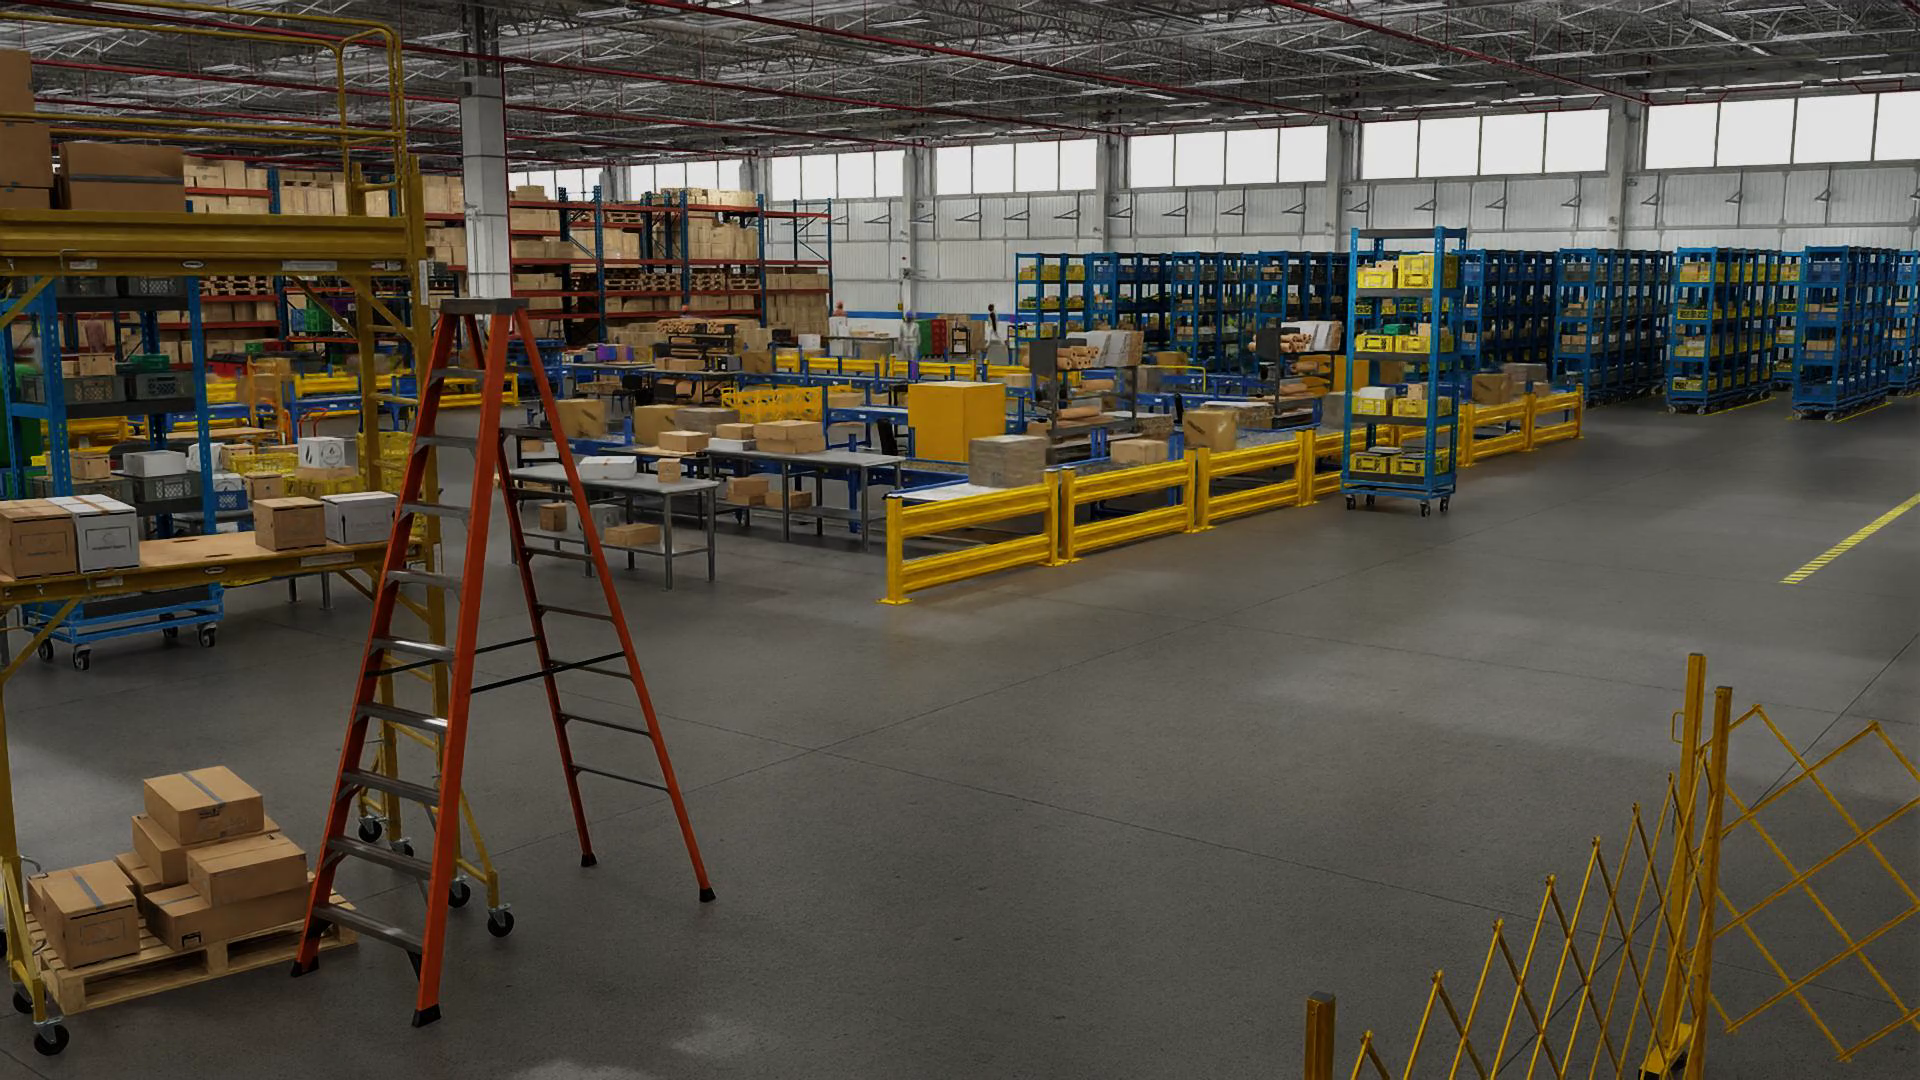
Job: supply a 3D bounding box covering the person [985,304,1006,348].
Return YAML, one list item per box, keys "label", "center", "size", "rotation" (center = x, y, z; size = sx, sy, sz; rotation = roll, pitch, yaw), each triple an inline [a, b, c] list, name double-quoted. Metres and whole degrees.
- label: "person"
  center: [1.431, -8.769, 68.102]
  size: [0.878, 1.812, 0.615]
  rotation: [2, 9, 12]

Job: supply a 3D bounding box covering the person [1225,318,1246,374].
- label: "person"
  center: [7.665, -5.297, 46.458]
  size: [0.585, 1.801, 0.805]
  rotation: [-5, 10, -28]

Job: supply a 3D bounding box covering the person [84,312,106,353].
- label: "person"
  center: [-26.253, -6.011, 50.580]
  size: [0.643, 1.909, 0.410]
  rotation: [2, 9, 15]

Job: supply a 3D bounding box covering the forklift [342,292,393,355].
- label: "forklift"
  center: [-16.485, -5.622, 45.120]
  size: [1.129, 2.768, 1.873]
  rotation: [7, 11, 37]

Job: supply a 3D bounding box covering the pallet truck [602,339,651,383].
- label: "pallet truck"
  center: [-8.991, -4.871, 45.351]
  size: [0.653, 1.274, 1.630]
  rotation: [7, 11, 37]

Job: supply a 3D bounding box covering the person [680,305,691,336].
- label: "person"
  center: [-9.865, -7.529, 60.043]
  size: [0.558, 1.915, 0.746]
  rotation: [8, 12, 40]

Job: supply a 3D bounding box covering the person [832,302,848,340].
- label: "person"
  center: [-4.668, -8.261, 64.552]
  size: [0.612, 1.936, 1.060]
  rotation: [-1, 9, -3]

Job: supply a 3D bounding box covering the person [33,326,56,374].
- label: "person"
  center: [-21.636, -4.189, 39.536]
  size: [0.621, 1.792, 0.873]
  rotation: [5, 10, 28]

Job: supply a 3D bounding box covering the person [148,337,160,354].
- label: "person"
  center: [-17.984, -3.730, 37.186]
  size: [0.282, 1.633, 0.498]
  rotation: [-9, 13, -44]

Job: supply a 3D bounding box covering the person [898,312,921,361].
- label: "person"
  center: [-1.514, -5.737, 48.867]
  size: [0.652, 1.897, 0.969]
  rotation: [2, 9, 10]

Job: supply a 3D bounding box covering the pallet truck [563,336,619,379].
- label: "pallet truck"
  center: [-10.690, -5.294, 48.215]
  size: [1.601, 1.201, 0.680]
  rotation: [-5, 10, -26]
